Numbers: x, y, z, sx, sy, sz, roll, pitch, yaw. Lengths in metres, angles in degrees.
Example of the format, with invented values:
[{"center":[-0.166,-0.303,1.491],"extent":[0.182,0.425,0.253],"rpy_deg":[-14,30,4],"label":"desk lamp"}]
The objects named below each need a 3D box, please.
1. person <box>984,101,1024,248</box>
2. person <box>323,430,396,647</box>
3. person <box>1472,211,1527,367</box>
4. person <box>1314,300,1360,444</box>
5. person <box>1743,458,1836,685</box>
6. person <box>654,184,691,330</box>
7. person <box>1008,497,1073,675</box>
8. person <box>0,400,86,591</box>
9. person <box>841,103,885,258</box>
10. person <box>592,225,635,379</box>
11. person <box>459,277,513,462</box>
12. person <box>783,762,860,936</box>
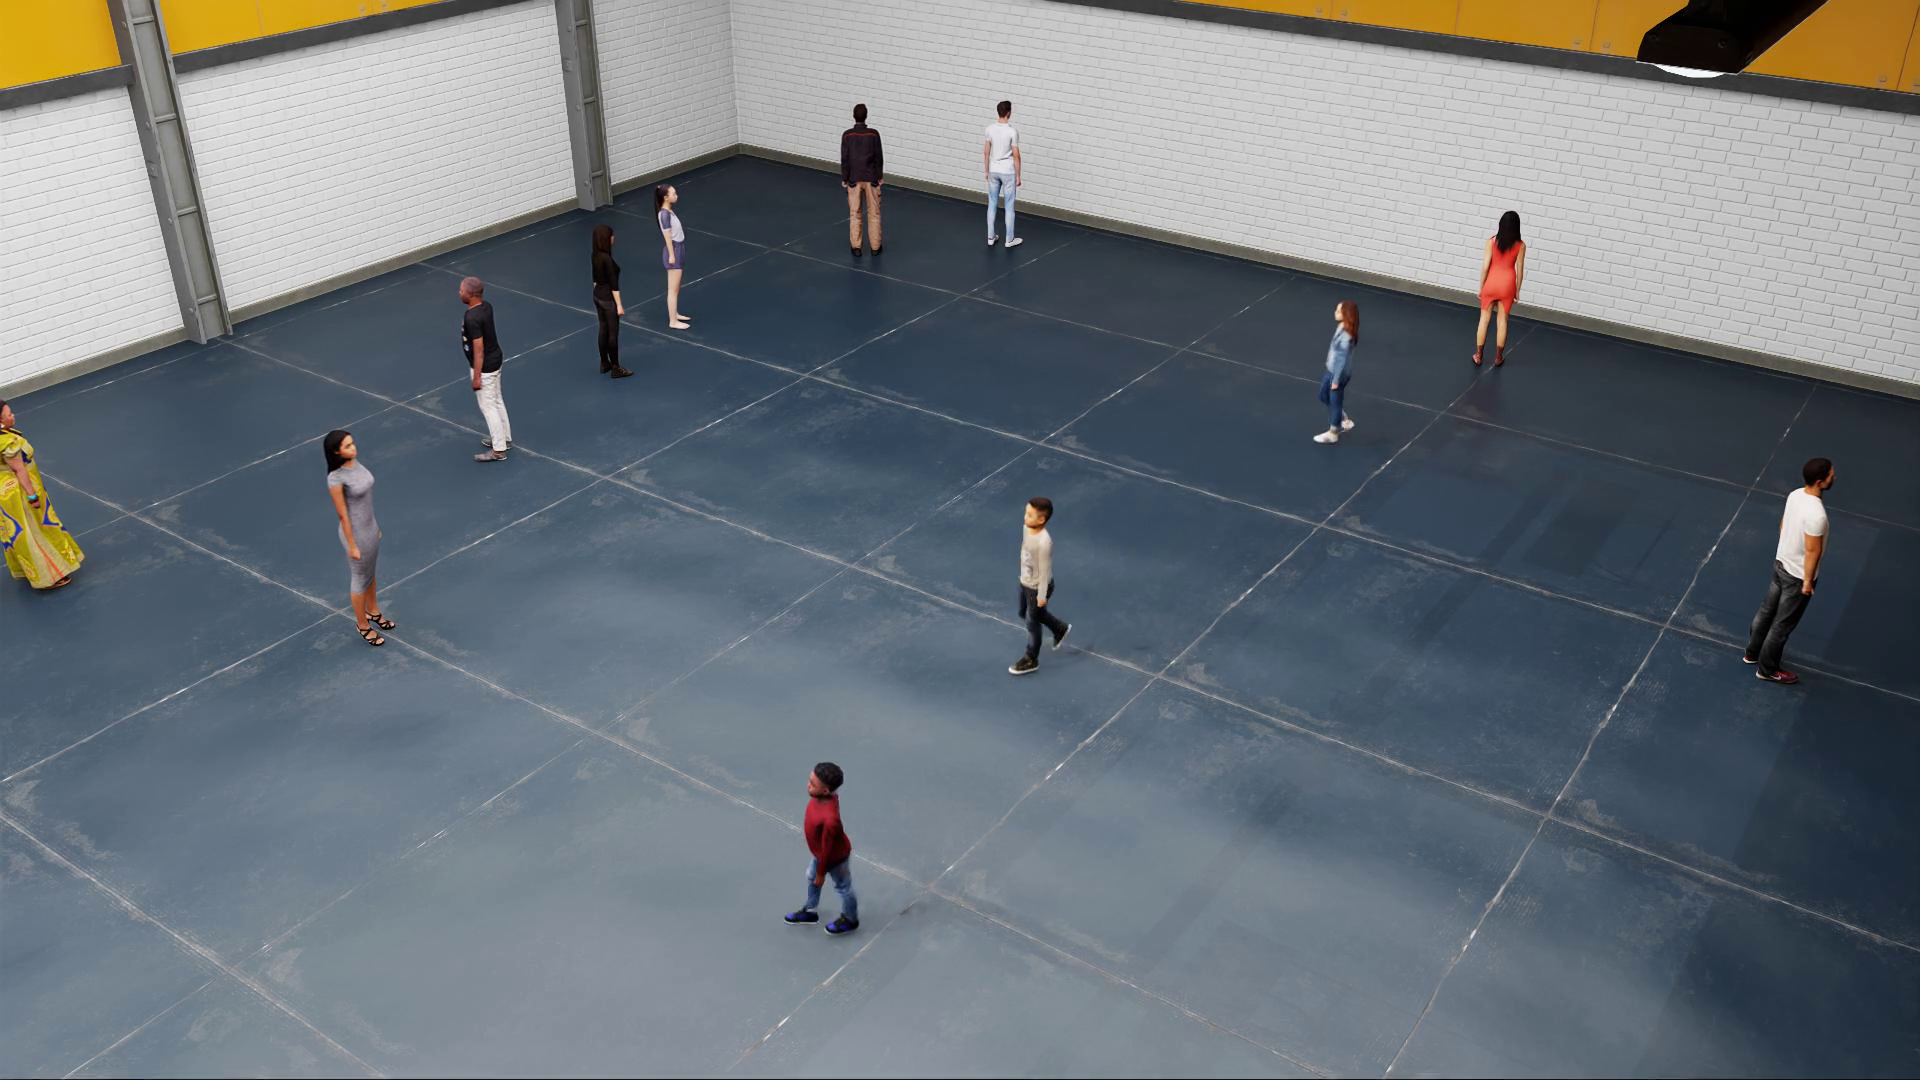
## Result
[{"center":[0.541,-4.709,21.370],"extent":[0.675,1.850,0.564],"rpy_deg":[15,32,25],"label":"person"},{"center":[-4.659,-0.031,12.868],"extent":[0.722,1.781,0.608],"rpy_deg":[3,29,5],"label":"person"},{"center":[5.771,-2.694,17.813],"extent":[0.661,1.719,0.635],"rpy_deg":[7,29,12],"label":"person"},{"center":[3.735,-1.618,16.100],"extent":[0.769,1.471,0.695],"rpy_deg":[2,29,3],"label":"person"},{"center":[6.219,0.204,12.412],"extent":[0.779,1.804,0.666],"rpy_deg":[1,29,2],"label":"person"},{"center":[-3.276,-3.228,18.864],"extent":[0.727,1.651,0.658],"rpy_deg":[-4,29,-6],"label":"person"},{"center":[0.632,0.325,12.558],"extent":[0.896,1.453,0.785],"rpy_deg":[-11,31,-20],"label":"person"},{"center":[-7.722,-0.388,13.648],"extent":[0.882,1.660,0.807],"rpy_deg":[23,36,36],"label":"person"},{"center":[-1.227,-4.543,20.988],"extent":[0.791,1.924,0.830],"rpy_deg":[-2,29,-4],"label":"person"},{"center":[-3.742,-2.535,17.605],"extent":[0.588,1.641,0.635],"rpy_deg":[-22,36,-35],"label":"person"},{"center":[-4.504,-1.635,15.783],"extent":[0.824,1.805,0.729],"rpy_deg":[0,29,-1],"label":"person"},{"center":[-0.716,1.851,9.980],"extent":[0.784,1.242,0.719],"rpy_deg":[-6,29,-11],"label":"person"}]
